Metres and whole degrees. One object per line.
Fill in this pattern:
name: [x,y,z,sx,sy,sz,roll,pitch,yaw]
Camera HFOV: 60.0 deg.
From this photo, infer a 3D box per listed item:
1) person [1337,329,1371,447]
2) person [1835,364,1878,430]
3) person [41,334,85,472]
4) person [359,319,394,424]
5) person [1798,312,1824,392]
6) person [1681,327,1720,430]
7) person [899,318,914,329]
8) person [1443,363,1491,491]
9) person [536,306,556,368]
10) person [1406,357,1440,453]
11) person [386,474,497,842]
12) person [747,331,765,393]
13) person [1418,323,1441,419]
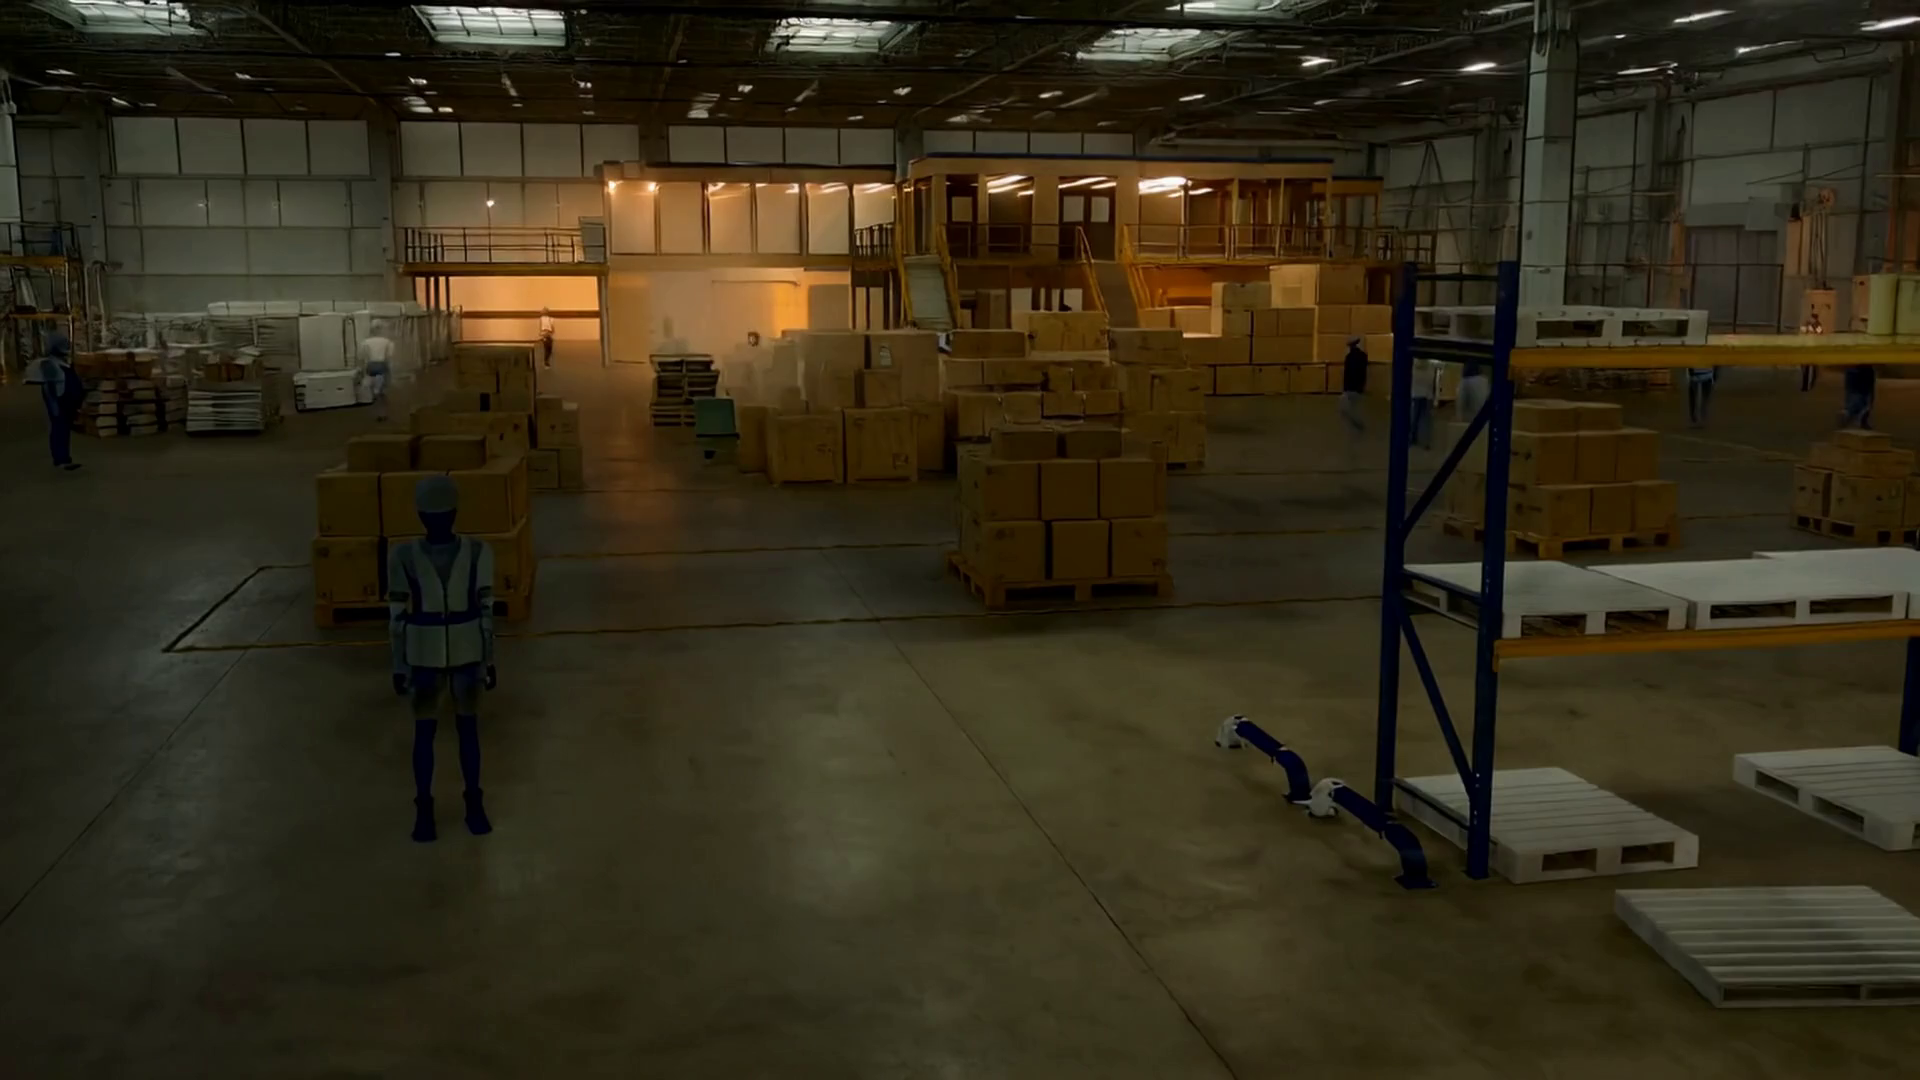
person: [6.605,-2.524,27.743,0.573,1.976,0.623,8,12,40]
person: [13.414,-2.020,24.874,0.611,1.907,0.456,-3,10,-19]
person: [-13.213,-2.030,24.548,0.536,2.000,0.688,-2,10,-14]
person: [-11.201,-3.220,31.874,0.620,2.022,0.545,-9,13,-43]
person: [20.548,-4.541,40.214,0.567,1.918,0.508,5,11,28]
person: [13.634,-2.982,30.686,0.652,1.926,0.643,6,11,33]
person: [-1.344,-4.465,40.141,0.639,1.807,0.810,8,12,40]
person: [6.709,-1.514,22.068,0.650,1.819,0.638,-6,11,-31]
person: [-12.351,-6.055,49.627,0.577,1.869,0.579,0,9,0]
person: [7.580,-2.404,27.355,0.575,1.874,1.013,1,9,8]
person: [-2.709,0.613,8.752,0.546,1.938,0.361,-4,10,-24]
person: [-3.700,-2.881,30.315,0.431,1.851,0.550,4,10,22]
person: [9.202,-3.322,32.801,0.633,1.921,0.690,-1,9,-4]
